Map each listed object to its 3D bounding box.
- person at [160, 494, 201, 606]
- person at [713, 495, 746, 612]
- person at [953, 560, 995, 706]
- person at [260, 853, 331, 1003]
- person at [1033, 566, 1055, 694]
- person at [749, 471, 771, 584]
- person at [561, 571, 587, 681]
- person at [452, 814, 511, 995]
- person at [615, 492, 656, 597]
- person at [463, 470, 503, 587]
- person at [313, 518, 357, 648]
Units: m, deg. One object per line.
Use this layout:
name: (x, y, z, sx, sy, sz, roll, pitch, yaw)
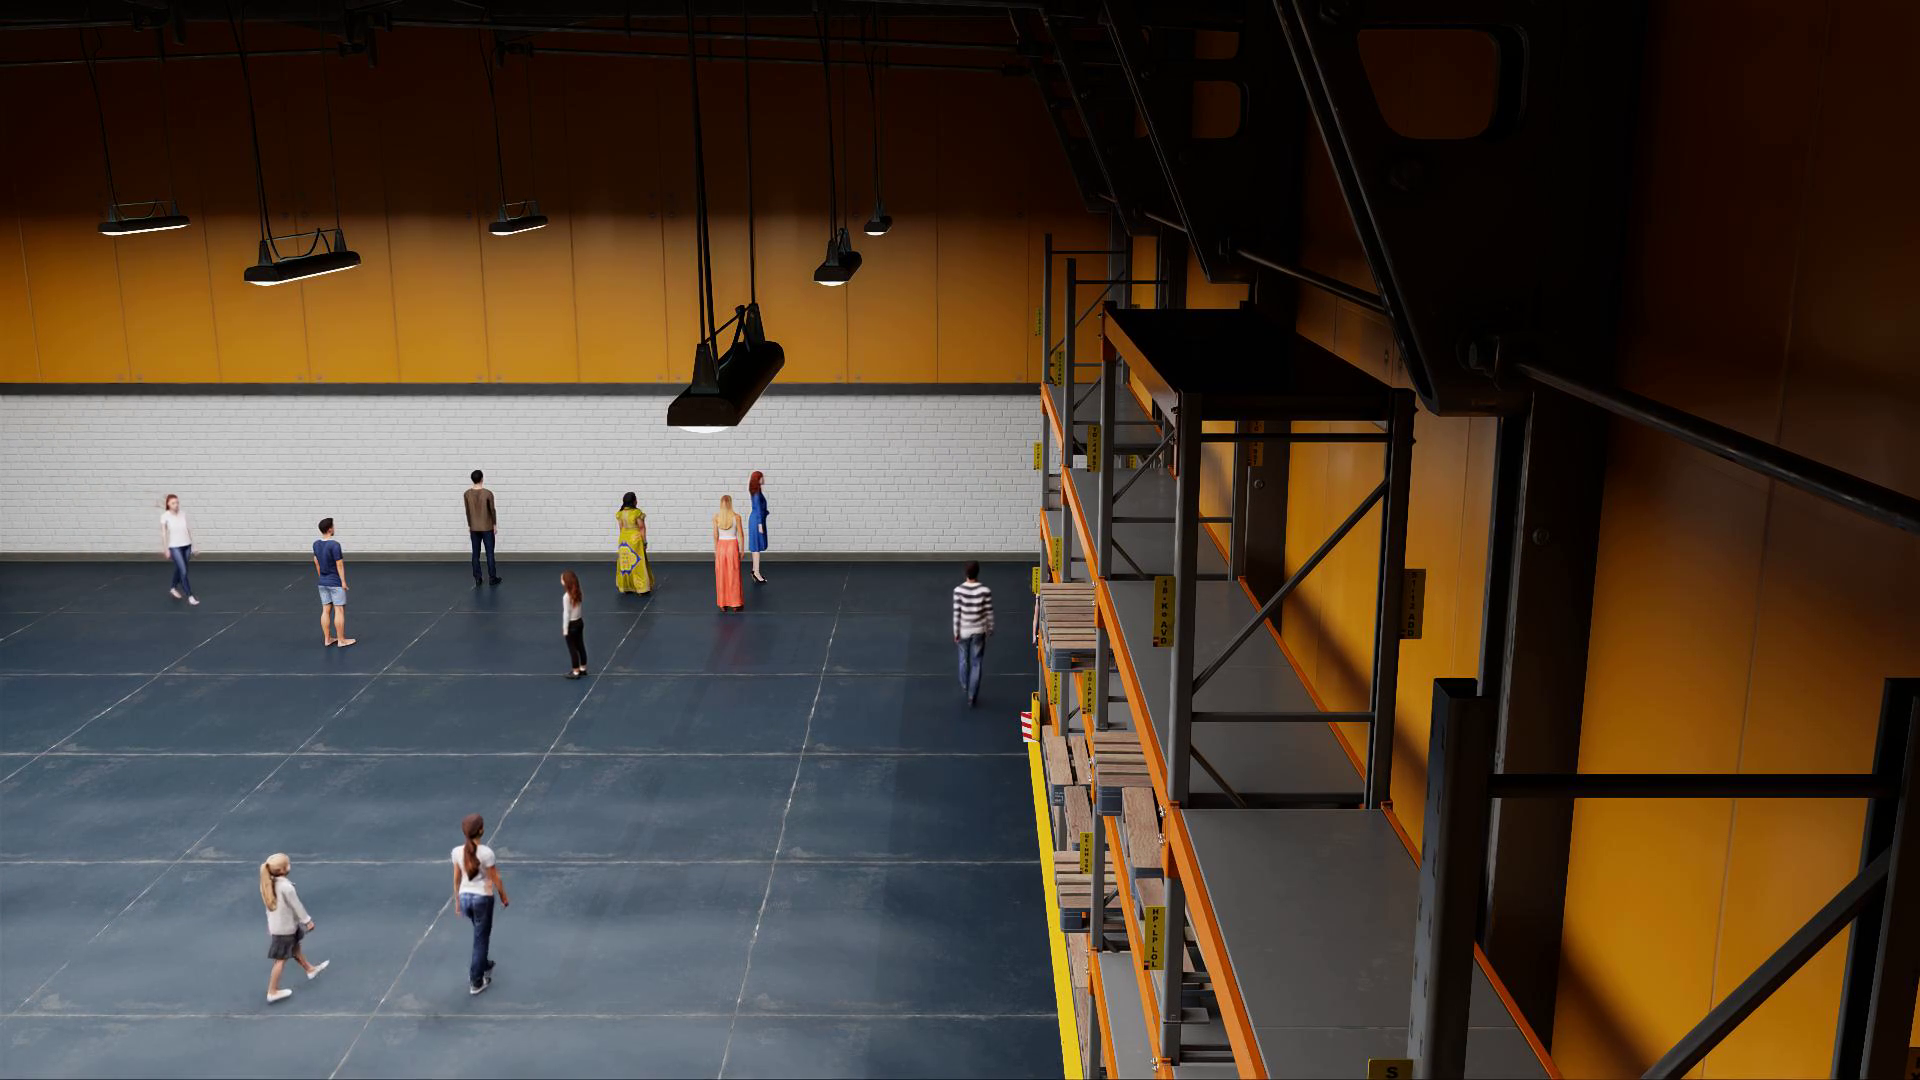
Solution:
person: (-12.146, 0.142, 25.789, 1.059, 1.698, 1.137, 9, 16, 33)
person: (-3.536, 0.192, 25.362, 0.645, 1.803, 0.604, 2, 14, 7)
person: (0.148, 1.204, 21.147, 0.725, 1.819, 1.023, 1, 14, 6)
person: (-5.701, 3.254, 13.898, 0.807, 1.247, 0.892, 12, 18, 40)
person: (1.173, 1.177, 21.428, 0.671, 1.740, 0.690, 9, 16, 32)
person: (-3.284, -0.223, 27.021, 0.722, 1.827, 0.569, -3, 14, -11)
person: (-5.146, 1.125, 22.186, 0.659, 1.483, 0.515, 5, 14, 18)
person: (-4.096, 3.078, 14.000, 0.656, 1.540, 0.792, 5, 14, 18)
person: (-5.167, 0.047, 26.260, 0.968, 1.660, 0.941, 5, 15, 21)
person: (-7.719, -0.208, 26.829, 0.650, 1.888, 0.568, 1, 14, 2)
person: (-8.923, 0.596, 23.595, 0.690, 1.849, 0.676, 5, 15, 20)
